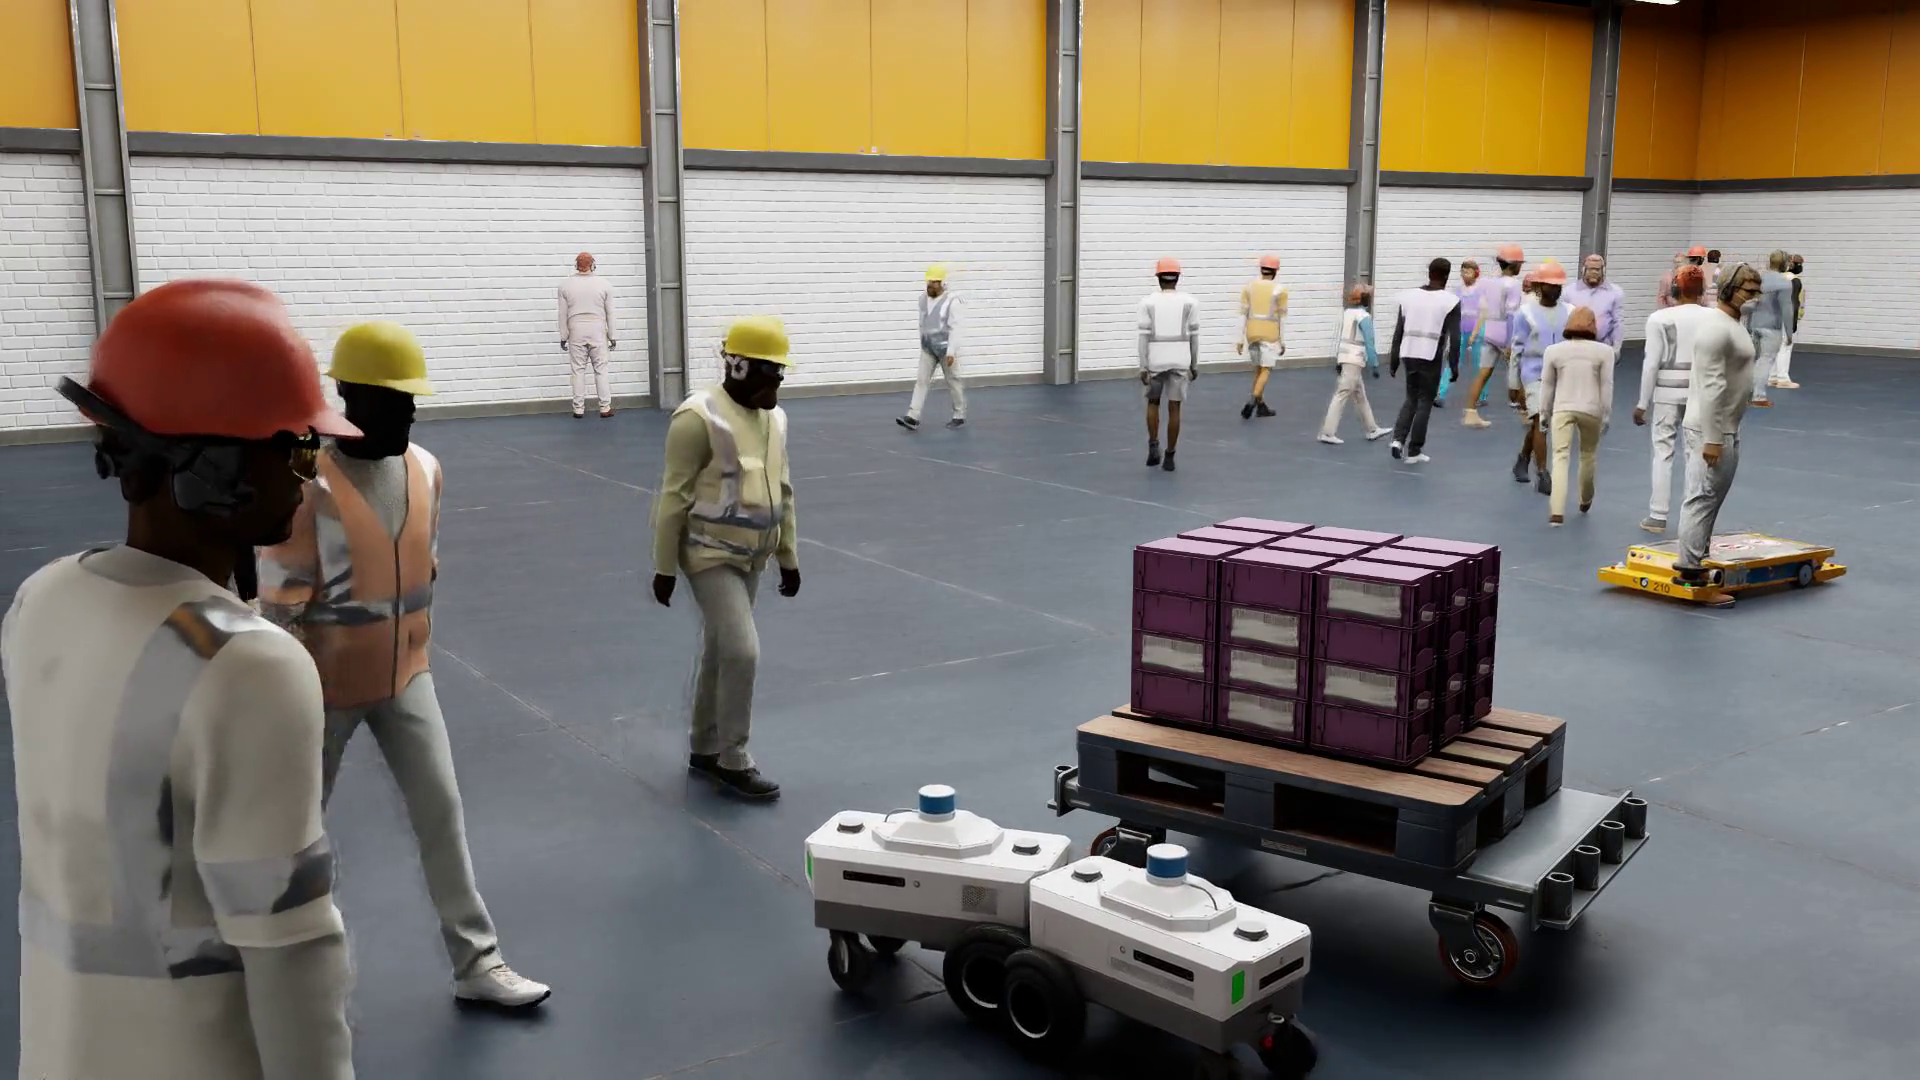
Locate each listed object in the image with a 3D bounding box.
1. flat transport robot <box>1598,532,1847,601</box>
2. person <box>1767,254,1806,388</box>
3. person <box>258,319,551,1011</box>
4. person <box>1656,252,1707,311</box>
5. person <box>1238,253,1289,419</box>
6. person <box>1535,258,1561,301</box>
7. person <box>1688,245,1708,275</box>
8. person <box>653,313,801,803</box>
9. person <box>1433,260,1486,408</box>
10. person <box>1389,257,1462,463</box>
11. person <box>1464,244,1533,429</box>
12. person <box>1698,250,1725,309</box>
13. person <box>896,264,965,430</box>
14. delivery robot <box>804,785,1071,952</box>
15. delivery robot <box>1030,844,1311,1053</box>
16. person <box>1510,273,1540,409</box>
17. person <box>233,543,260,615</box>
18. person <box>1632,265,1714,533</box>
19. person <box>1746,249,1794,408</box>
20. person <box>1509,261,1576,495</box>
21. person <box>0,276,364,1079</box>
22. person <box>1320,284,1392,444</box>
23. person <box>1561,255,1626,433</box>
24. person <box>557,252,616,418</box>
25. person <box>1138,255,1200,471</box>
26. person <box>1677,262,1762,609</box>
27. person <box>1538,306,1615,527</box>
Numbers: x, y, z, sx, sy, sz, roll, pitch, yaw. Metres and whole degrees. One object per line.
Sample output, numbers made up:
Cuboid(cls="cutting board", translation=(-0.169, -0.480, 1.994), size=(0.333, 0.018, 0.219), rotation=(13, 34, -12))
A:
Cuboid(cls="flat transport robot", translation=(4.575, 0.141, 9.956), size=(1.431, 0.197, 0.652), rotation=(-6, 12, -29))
Cuboid(cls="person", translation=(11.419, -3.019, 22.980), size=(0.430, 1.841, 0.624), rotation=(0, 10, 3))
Cuboid(cls="person", translation=(-1.639, 0.341, 4.472), size=(1.012, 1.879, 0.626), rotation=(6, 12, 31))
Cuboid(cls="person", translation=(10.668, -3.312, 24.586), size=(0.684, 1.855, 1.024), rotation=(8, 13, 36))
Cuboid(cls="person", translation=(3.410, -2.315, 18.956), size=(0.549, 1.908, 0.836), rotation=(8, 13, 36))
Cuboid(cls="person", translation=(9.471, -3.693, 26.962), size=(0.480, 1.734, 0.333), rotation=(2, 11, 12))
Cuboid(cls="person", translation=(11.779, -3.758, 26.755), size=(0.373, 1.939, 0.545), rotation=(-2, 11, -11))
Cuboid(cls="person", translation=(-0.794, 0.061, 6.191), size=(0.631, 1.799, 0.616), rotation=(5, 12, 27))
Cuboid(cls="person", translation=(6.089, -2.470, 20.110), size=(1.003, 1.781, 0.561), rotation=(-8, 13, -39))
Cuboid(cls="person", translation=(4.264, -1.638, 15.261), size=(0.629, 1.891, 0.450), rotation=(10, 14, 44))
Cuboid(cls="person", translation=(5.954, -2.198, 18.060), size=(1.031, 1.984, 0.630), rotation=(-3, 11, -16))
Cuboid(cls="person", translation=(13.818, -4.416, 30.627), size=(0.429, 1.842, 0.637), rotation=(-7, 13, -35))
Cuboid(cls="person", translation=(-0.269, -2.061, 17.891), size=(0.601, 1.776, 0.936), rotation=(8, 13, 39))
Cuboid(cls="delivery robot", translation=(-0.065, 0.925, 4.623), size=(0.707, 0.478, 0.477), rotation=(3, 11, 19))
Cuboid(cls="delivery robot", translation=(0.515, 1.007, 4.171), size=(0.707, 0.478, 0.477), rotation=(10, 15, 44))
Cuboid(cls="person", translation=(6.868, -2.401, 20.129), size=(0.314, 1.642, 0.515), rotation=(-1, 10, -7))
Cuboid(cls="person", translation=(-3.992, -0.346, 8.798), size=(0.531, 1.665, 0.813), rotation=(-9, 14, -42))
Cuboid(cls="person", translation=(5.058, -0.979, 11.683), size=(0.619, 1.878, 0.360), rotation=(0, 10, -2))
Cuboid(cls="person", translation=(9.803, -2.542, 20.119), size=(0.441, 1.924, 0.662), rotation=(-2, 11, -13))
Cuboid(cls="person", translation=(4.812, -1.355, 13.757), size=(0.546, 1.890, 1.010), rotation=(-1, 10, -8))
Cuboid(cls="person", translation=(-0.957, 0.687, 2.165), size=(0.612, 2.031, 0.445), rotation=(8, 13, 38))
Cuboid(cls="person", translation=(3.999, -1.757, 16.683), size=(0.838, 1.597, 0.543), rotation=(-2, 10, -9))
Cuboid(cls="person", translation=(6.487, -1.978, 17.132), size=(0.649, 1.884, 0.663), rotation=(4, 11, 20))
Cuboid(cls="person", translation=(-4.275, -2.350, 19.127), size=(0.651, 1.904, 0.404), rotation=(-1, 10, -8))
Cuboid(cls="person", translation=(1.866, -1.583, 14.904), size=(0.544, 1.908, 0.608), rotation=(1, 10, 7))
Cuboid(cls="person", translation=(4.301, -0.595, 9.430), size=(0.370, 1.934, 0.627), rotation=(6, 12, 32))
Cuboid(cls="person", translation=(4.505, -0.915, 12.185), size=(0.509, 1.563, 0.911), rotation=(4, 11, 22))
